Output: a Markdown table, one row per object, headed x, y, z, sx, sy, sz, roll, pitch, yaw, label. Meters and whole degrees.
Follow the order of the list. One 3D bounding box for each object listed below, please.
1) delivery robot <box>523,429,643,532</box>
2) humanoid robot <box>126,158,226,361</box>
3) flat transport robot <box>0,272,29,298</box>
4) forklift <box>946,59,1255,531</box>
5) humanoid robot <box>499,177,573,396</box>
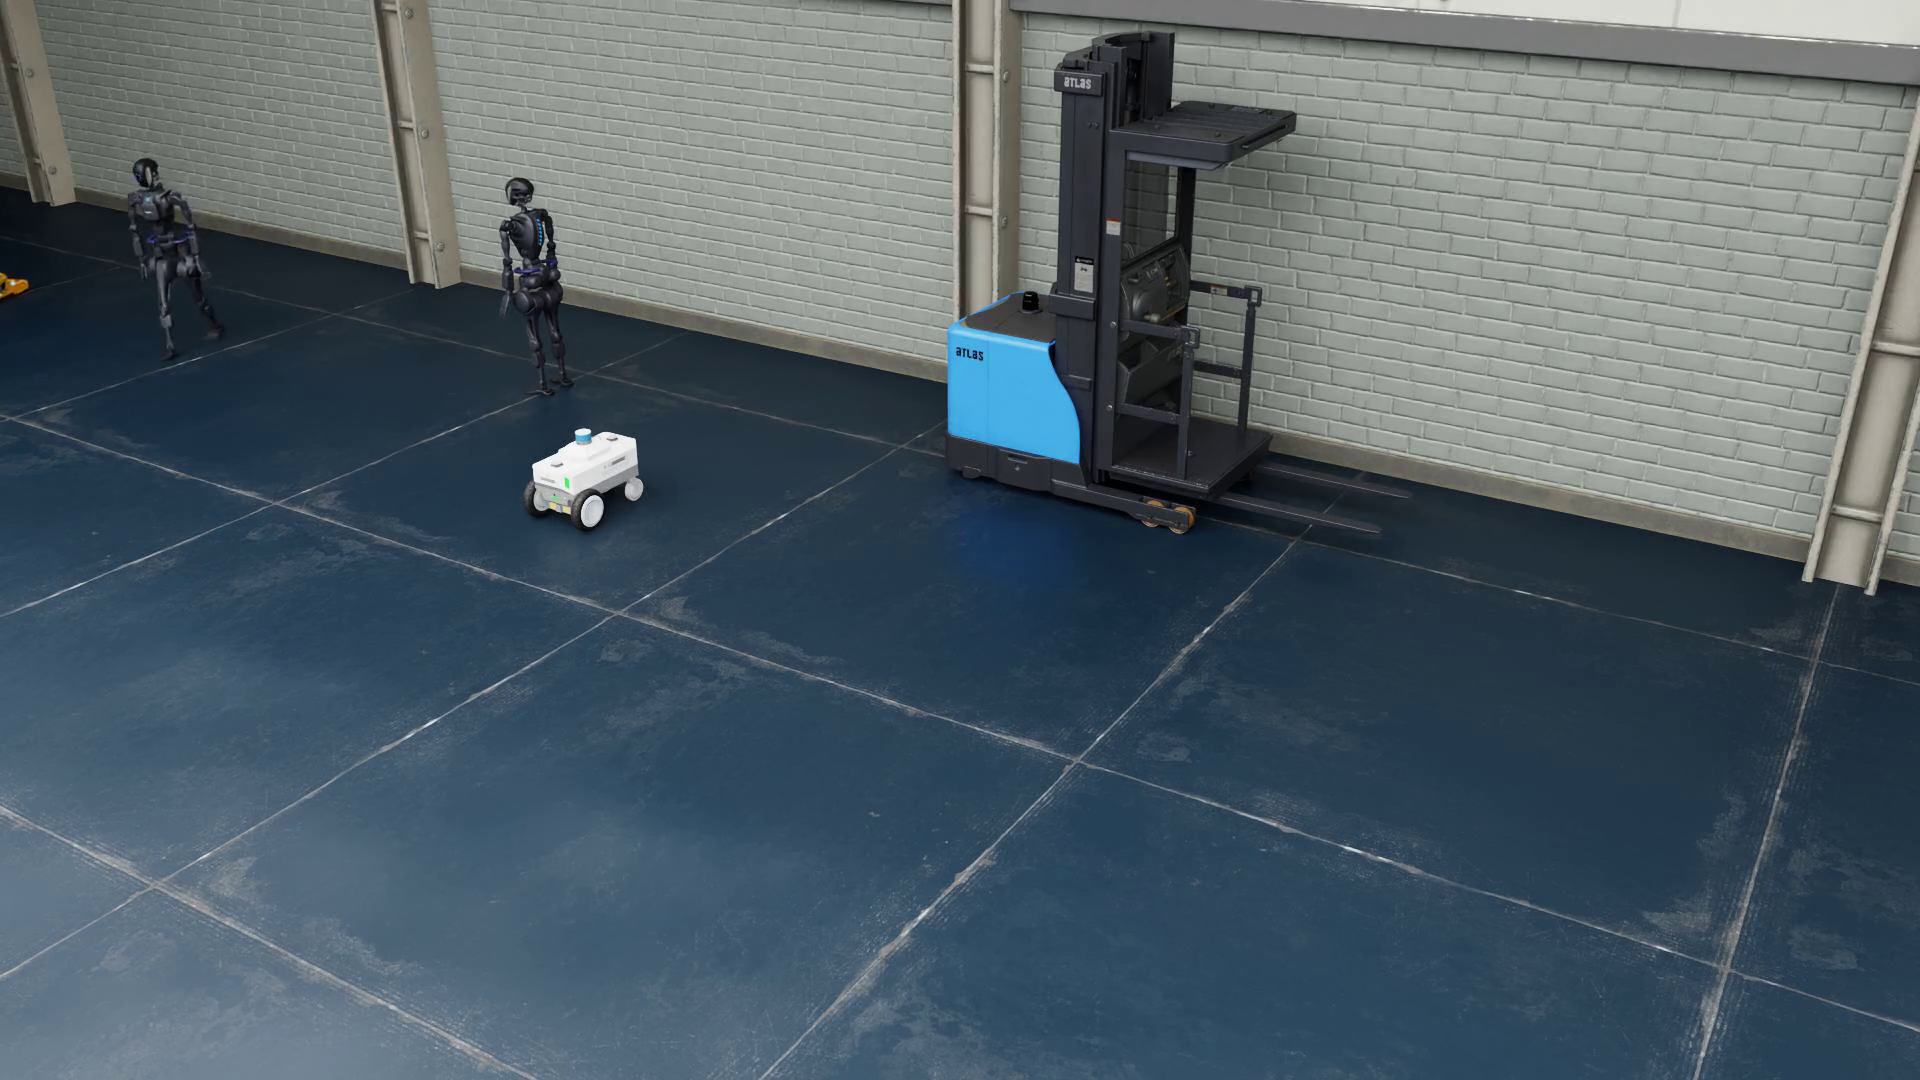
| x | y | z | sx | sy | sz | roll | pitch | yaw | label |
| --- | --- | --- | --- | --- | --- | --- | --- | --- | --- |
| -2.428 | -0.440 | 10.822 | 0.499 | 0.566 | 0.739 | 15 | 29 | 28 | delivery robot |
| -6.424 | -2.329 | 13.619 | 0.609 | 1.632 | 0.813 | 2 | 25 | 5 | humanoid robot |
| -9.014 | -2.118 | 14.738 | 0.659 | 0.231 | 1.431 | 3 | 25 | 6 | flat transport robot |
| 0.933 | -1.707 | 10.833 | 1.873 | 2.768 | 1.129 | 15 | 29 | 28 | forklift |
| -3.255 | -1.936 | 12.688 | 0.315 | 1.659 | 0.599 | 15 | 29 | 28 | humanoid robot |
